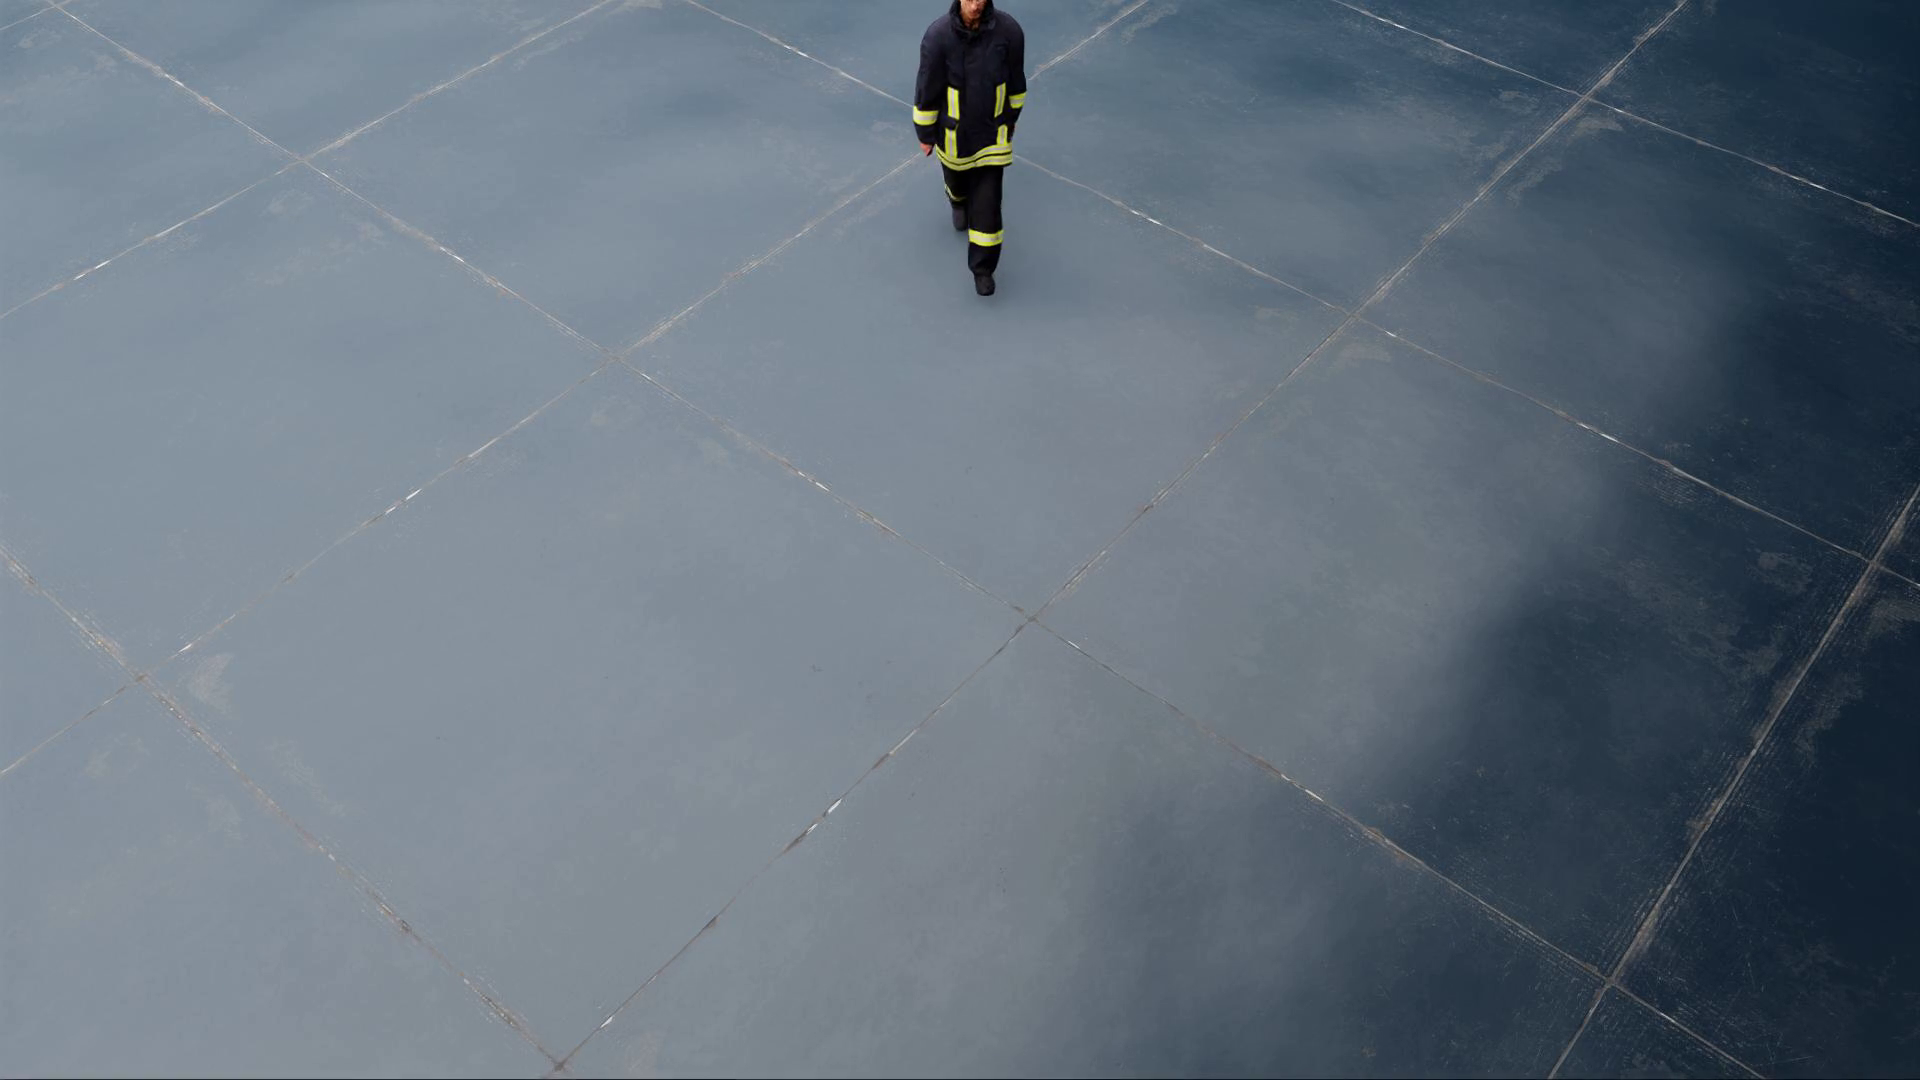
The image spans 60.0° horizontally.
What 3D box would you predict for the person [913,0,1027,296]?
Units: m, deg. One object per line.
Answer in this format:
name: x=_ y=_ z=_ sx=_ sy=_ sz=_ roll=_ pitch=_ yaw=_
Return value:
person: x=0.053 y=-2.409 z=9.391 sx=1.286 sy=1.883 sz=1.346 roll=-4 pitch=47 yaw=-3
